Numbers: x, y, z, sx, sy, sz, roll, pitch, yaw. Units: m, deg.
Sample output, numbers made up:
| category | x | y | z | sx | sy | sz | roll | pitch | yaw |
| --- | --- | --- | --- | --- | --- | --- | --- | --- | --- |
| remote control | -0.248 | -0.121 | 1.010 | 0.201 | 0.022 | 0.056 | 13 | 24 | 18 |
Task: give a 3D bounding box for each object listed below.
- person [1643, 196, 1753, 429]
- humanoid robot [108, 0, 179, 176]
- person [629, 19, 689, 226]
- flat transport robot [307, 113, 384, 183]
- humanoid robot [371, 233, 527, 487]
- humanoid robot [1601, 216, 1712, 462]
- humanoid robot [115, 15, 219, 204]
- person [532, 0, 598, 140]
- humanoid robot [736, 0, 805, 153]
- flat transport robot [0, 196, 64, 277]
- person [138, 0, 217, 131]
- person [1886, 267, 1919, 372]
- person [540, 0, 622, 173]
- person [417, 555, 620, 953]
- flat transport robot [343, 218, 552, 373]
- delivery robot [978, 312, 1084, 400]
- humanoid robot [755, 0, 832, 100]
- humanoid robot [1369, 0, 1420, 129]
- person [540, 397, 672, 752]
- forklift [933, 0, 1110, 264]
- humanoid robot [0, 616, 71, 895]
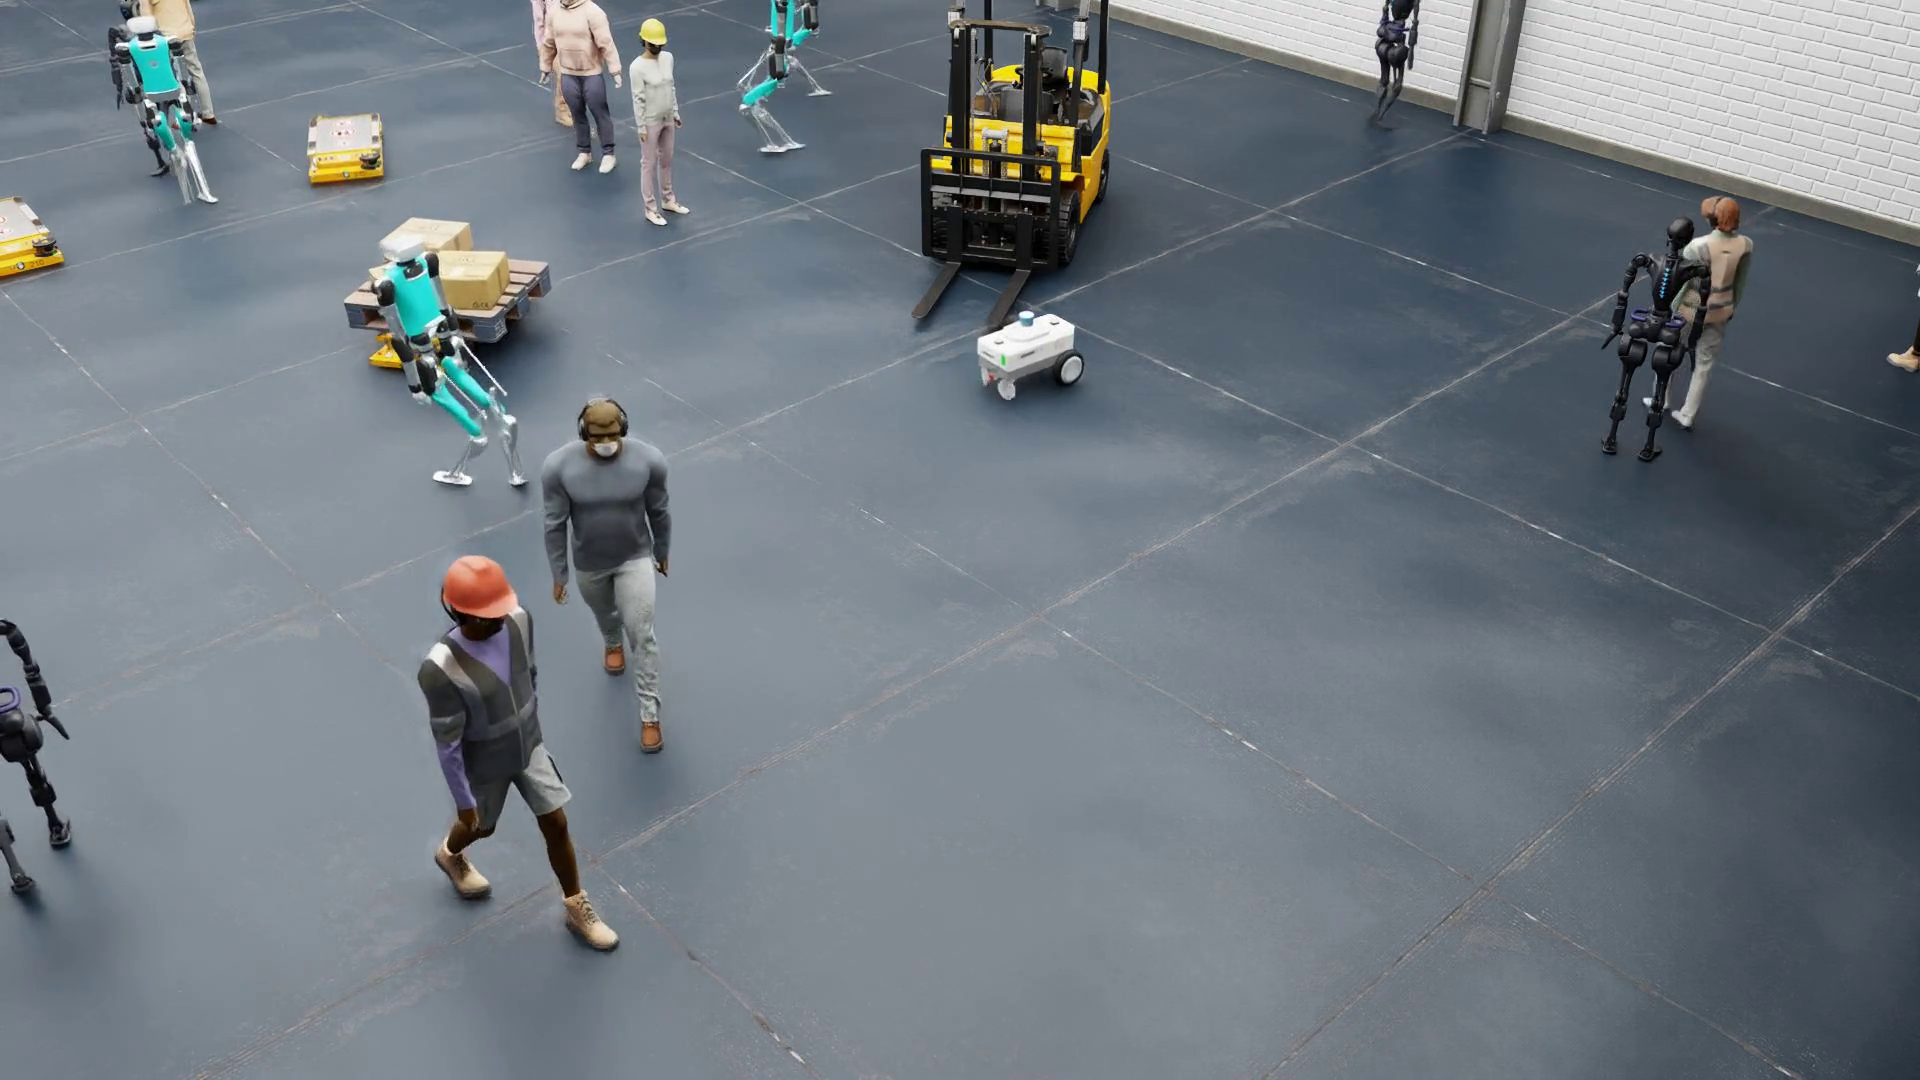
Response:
| category | x | y | z | sx | sy | sz | roll | pitch | yaw |
| --- | --- | --- | --- | --- | --- | --- | --- | --- | --- |
| person | 5.027 | -1.564 | 11.326 | 0.553 | 1.613 | 0.562 | -5 | 33 | -8 |
| humanoid robot | -7.458 | -4.147 | 15.250 | 0.600 | 1.645 | 0.359 | -3 | 33 | -5 |
| person | -2.596 | -3.620 | 14.370 | 0.334 | 1.761 | 0.524 | 19 | 37 | 26 |
| flat transport robot | -5.904 | -3.787 | 15.993 | 0.659 | 0.231 | 1.431 | -9 | 34 | -14 |
| humanoid robot | -3.113 | -1.025 | 10.451 | 0.847 | 1.802 | 0.540 | 12 | 35 | 18 |
| humanoid robot | 4.541 | -1.327 | 10.908 | 0.599 | 1.657 | 0.315 | 17 | 37 | 25 |
| humanoid robot | -6.951 | -3.727 | 14.633 | 0.554 | 1.863 | 0.760 | -14 | 35 | -20 |
| person | -3.840 | -4.844 | 16.270 | 0.850 | 1.737 | 0.537 | 25 | 41 | 33 |
| humanoid robot | -1.866 | -4.484 | 15.701 | 0.697 | 1.781 | 0.546 | 0 | 33 | -1 |
| flat transport robot | -8.174 | -2.584 | 14.144 | 0.659 | 0.231 | 1.431 | -23 | 40 | -31 |
| person | -7.736 | -4.959 | 16.333 | 0.393 | 1.872 | 0.559 | 20 | 38 | 27 |
| person | 7.141 | -2.017 | 11.963 | 0.531 | 1.696 | 0.319 | -11 | 35 | -16 |
| person | -3.500 | -4.357 | 15.419 | 0.820 | 1.855 | 0.431 | 8 | 34 | 12 |
| person | -2.035 | 0.892 | 7.225 | 1.022 | 2.003 | 0.623 | 20 | 38 | 28 |
| flat transport robot | -3.878 | -1.689 | 12.768 | 0.659 | 0.231 | 1.431 | 7 | 34 | 11 |
| delivery robot | 0.495 | -1.365 | 12.021 | 0.780 | 0.609 | 0.522 | -23 | 39 | -31 |
| humanoid robot | -1.811 | -5.376 | 17.119 | 0.917 | 1.795 | 0.549 | -5 | 33 | -8 |
| humanoid robot | 4.285 | -4.934 | 16.478 | 0.446 | 1.648 | 0.613 | -11 | 35 | -17 |
| person | -1.790 | 0.064 | 8.594 | 0.640 | 1.896 | 1.008 | -5 | 33 | -8 |
| forklift | 0.570 | -3.725 | 14.138 | 1.214 | 2.155 | 2.313 | 9 | 34 | 13 |
| humanoid robot | -4.438 | 0.872 | 7.570 | 0.612 | 1.658 | 0.590 | -20 | 38 | -28 |
